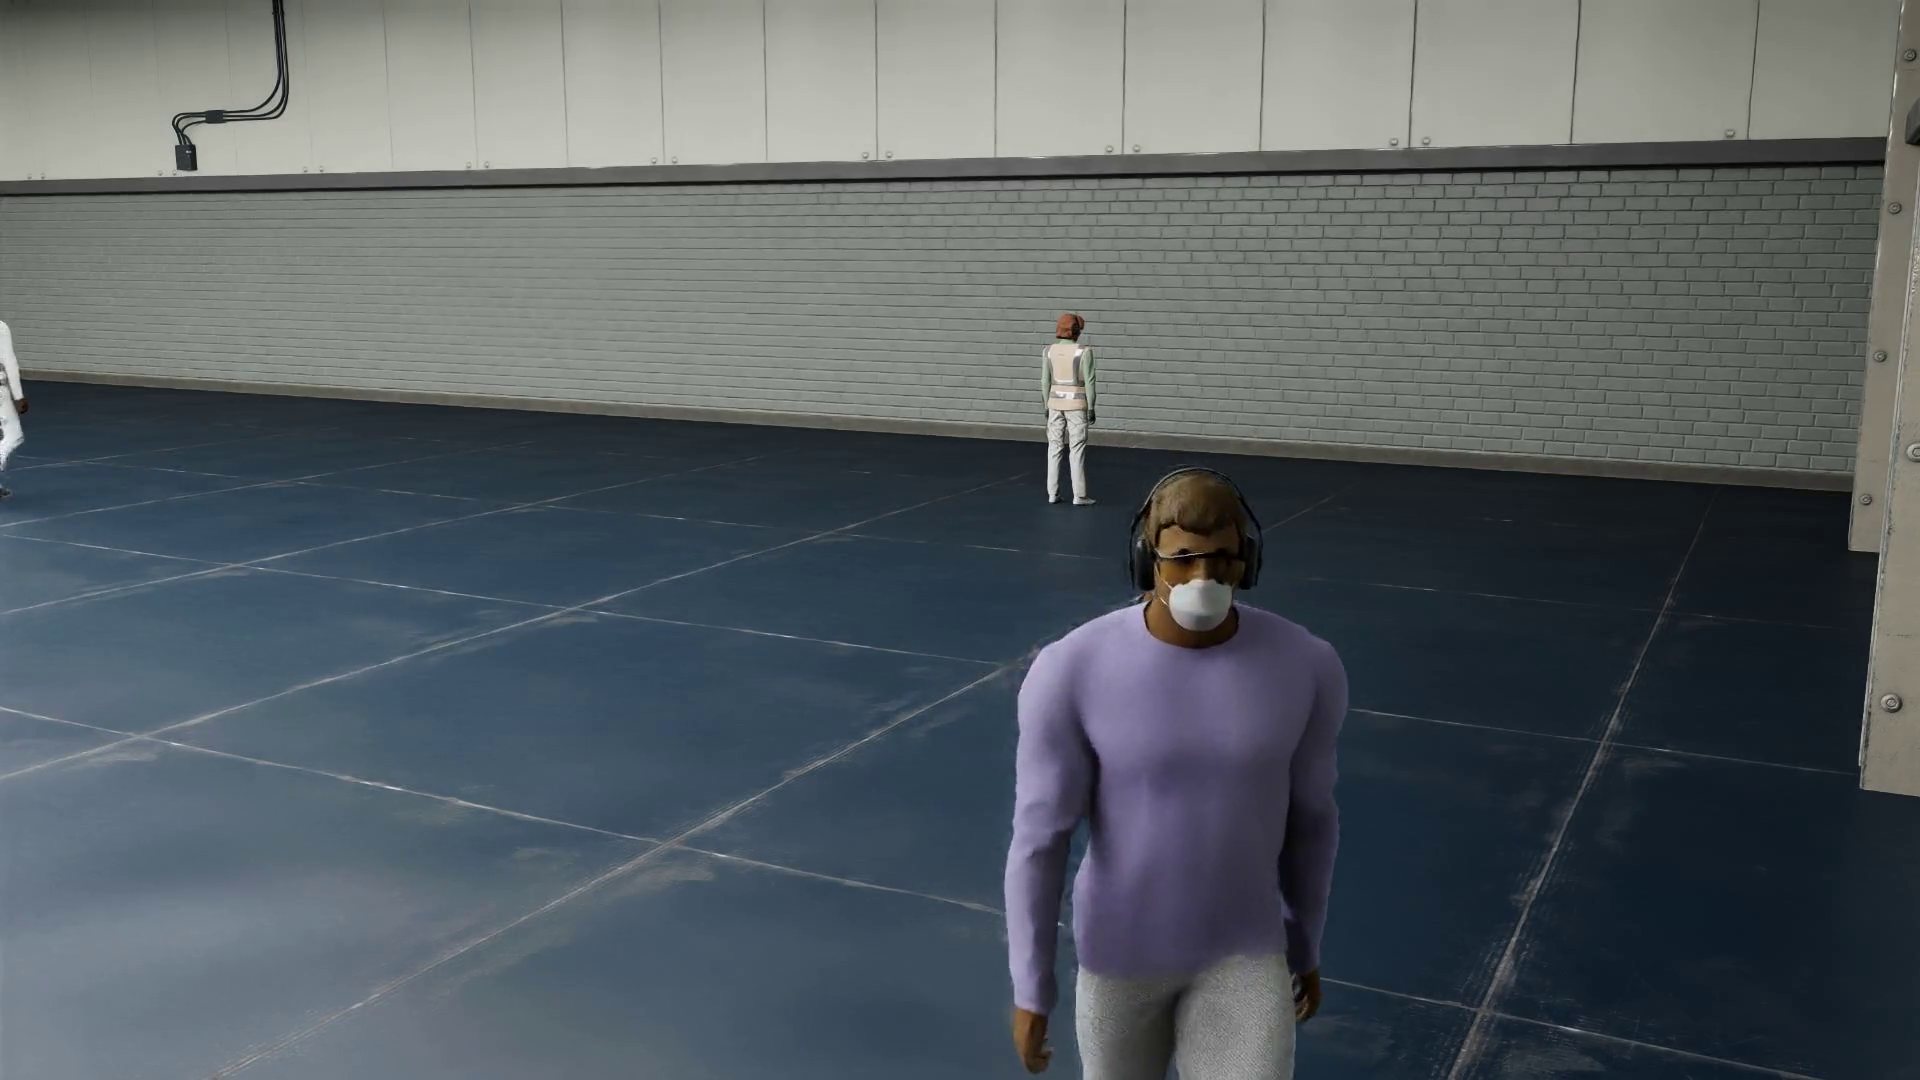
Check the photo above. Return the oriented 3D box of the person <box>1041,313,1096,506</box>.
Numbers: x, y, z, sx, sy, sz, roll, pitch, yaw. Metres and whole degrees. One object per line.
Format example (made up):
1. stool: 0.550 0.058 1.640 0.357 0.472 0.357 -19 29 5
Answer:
1. person: 0.926 -1.103 14.157 0.514 1.639 0.311 7 12 33

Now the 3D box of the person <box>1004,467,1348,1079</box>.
1. person: 0.407 0.785 3.209 0.653 1.890 1.033 -1 10 -3

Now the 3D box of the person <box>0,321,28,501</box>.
1. person: -8.331 -1.234 14.220 0.633 1.871 0.620 0 10 2
